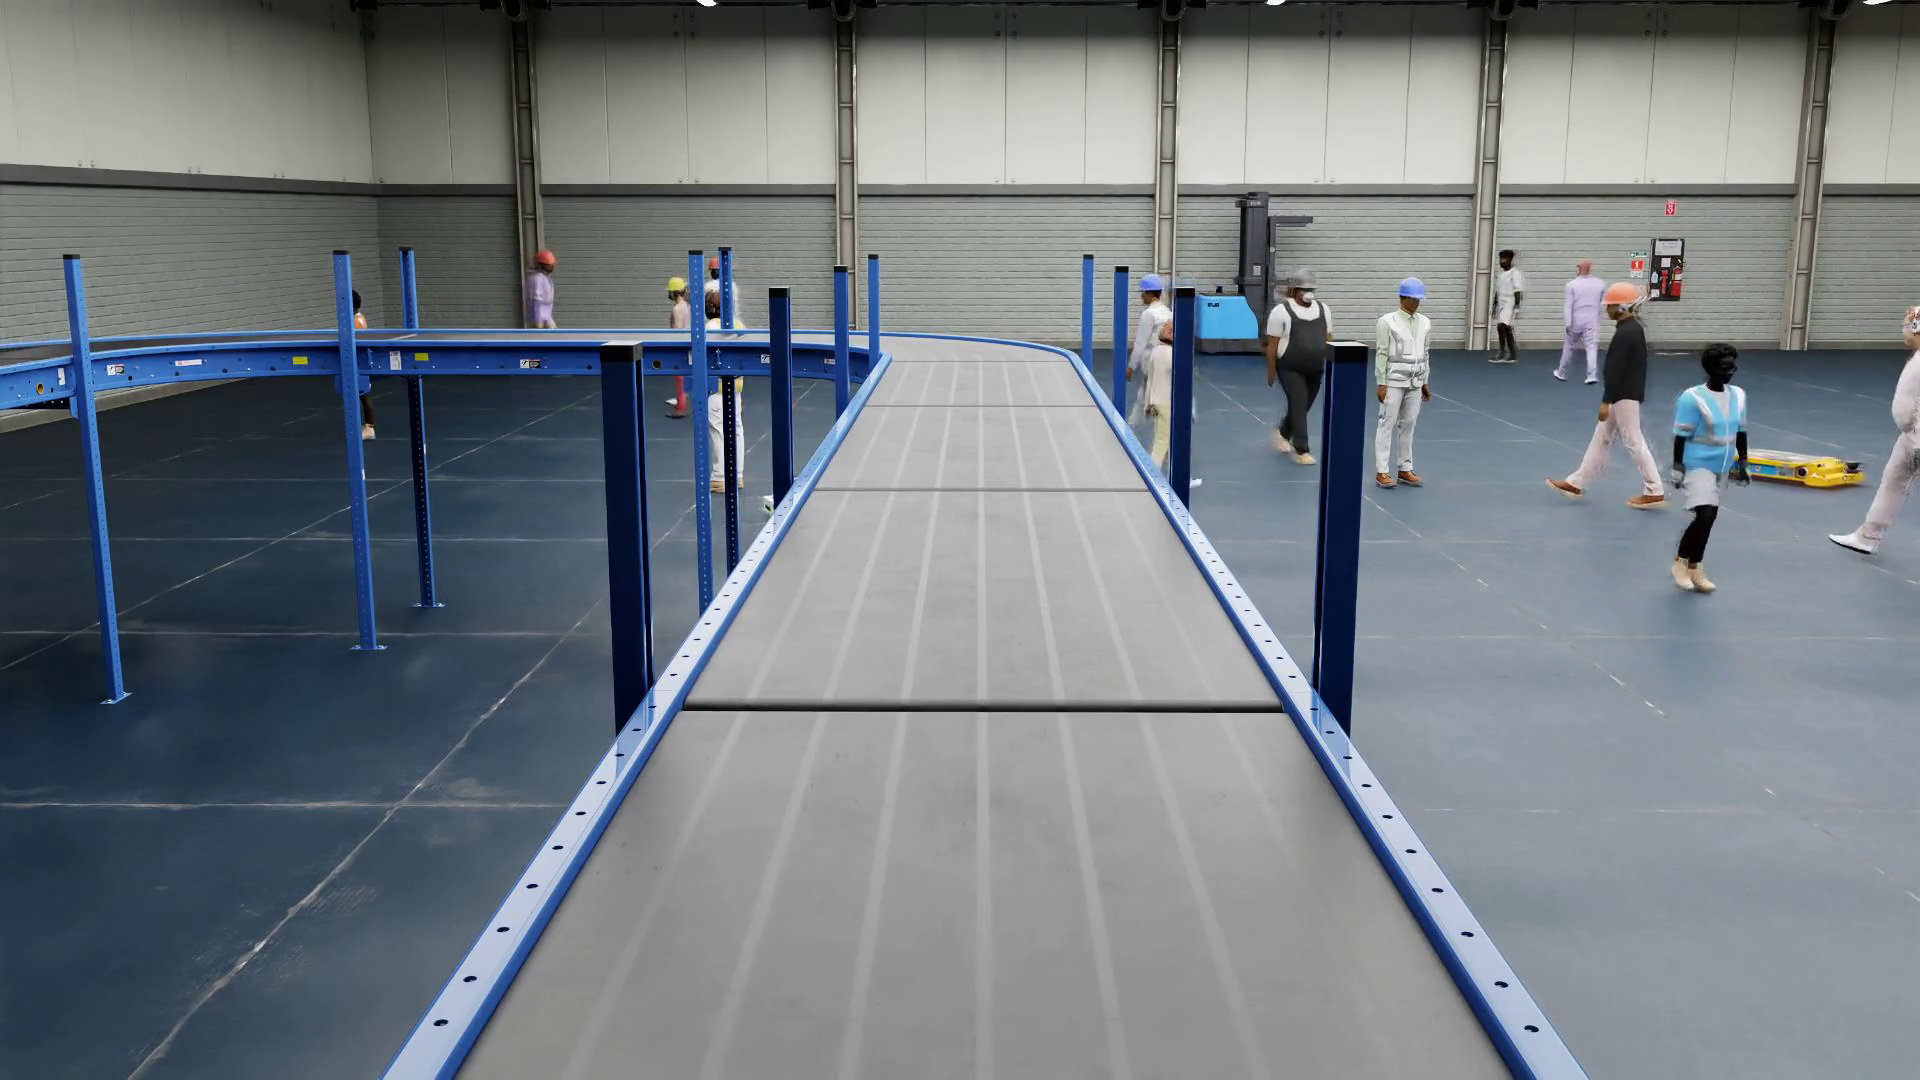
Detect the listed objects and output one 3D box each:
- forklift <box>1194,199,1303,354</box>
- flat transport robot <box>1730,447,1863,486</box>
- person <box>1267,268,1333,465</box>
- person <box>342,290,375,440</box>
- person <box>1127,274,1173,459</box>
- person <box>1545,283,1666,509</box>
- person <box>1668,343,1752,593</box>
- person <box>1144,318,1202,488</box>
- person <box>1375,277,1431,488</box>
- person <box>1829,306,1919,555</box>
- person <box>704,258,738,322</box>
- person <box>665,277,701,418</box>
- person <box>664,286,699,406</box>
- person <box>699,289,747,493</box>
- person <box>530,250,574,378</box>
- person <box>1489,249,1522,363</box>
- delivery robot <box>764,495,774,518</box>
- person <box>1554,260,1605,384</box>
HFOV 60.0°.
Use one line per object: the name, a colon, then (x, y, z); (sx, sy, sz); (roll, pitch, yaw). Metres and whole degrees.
forklift: (5.313, -4.851, 30.603); (1.873, 2.768, 1.129); (0, 11, 1)
flat transport robot: (7.879, -0.729, 16.143); (0.652, 0.197, 1.431); (-8, 14, -36)
person: (3.509, -1.840, 17.292); (0.695, 2.000, 0.969); (-4, 12, -20)
person: (-6.802, -1.982, 18.811); (0.325, 1.690, 0.536); (-4, 12, -18)
person: (1.944, -1.819, 17.437); (0.989, 1.895, 0.612); (4, 12, 21)
person: (5.706, -1.260, 14.476); (1.046, 1.935, 0.631); (6, 13, 29)
person: (4.986, -0.471, 11.073); (0.547, 1.684, 0.396); (-5, 12, -24)
person: (1.954, -1.185, 14.927); (0.750, 1.603, 0.523); (-5, 12, -24)
person: (4.137, -1.473, 15.537); (0.602, 1.947, 0.389); (-5, 12, -25)
person: (6.866, -0.743, 12.026); (0.851, 1.853, 0.722); (4, 12, 18)
person: (-3.579, -3.160, 24.308); (0.557, 1.896, 0.894); (-8, 14, -37)
person: (-3.452, -2.410, 20.829); (0.485, 1.751, 0.544); (2, 11, 8)
person: (-3.568, -2.582, 22.138); (0.862, 1.590, 0.536); (-7, 13, -34)
person: (-2.213, -1.371, 15.286); (0.430, 1.845, 0.619); (6, 12, 28)
person: (-6.614, -3.520, 25.964); (1.022, 1.999, 0.617); (1, 11, 6)
person: (9.325, -4.012, 28.592); (0.727, 1.936, 0.631); (-2, 11, -10)
delivery robot: (-1.124, -0.237, 12.641); (0.707, 0.478, 0.477); (-4, 12, -19)
person: (9.425, -3.309, 25.225); (0.644, 1.853, 1.012); (0, 11, -2)
